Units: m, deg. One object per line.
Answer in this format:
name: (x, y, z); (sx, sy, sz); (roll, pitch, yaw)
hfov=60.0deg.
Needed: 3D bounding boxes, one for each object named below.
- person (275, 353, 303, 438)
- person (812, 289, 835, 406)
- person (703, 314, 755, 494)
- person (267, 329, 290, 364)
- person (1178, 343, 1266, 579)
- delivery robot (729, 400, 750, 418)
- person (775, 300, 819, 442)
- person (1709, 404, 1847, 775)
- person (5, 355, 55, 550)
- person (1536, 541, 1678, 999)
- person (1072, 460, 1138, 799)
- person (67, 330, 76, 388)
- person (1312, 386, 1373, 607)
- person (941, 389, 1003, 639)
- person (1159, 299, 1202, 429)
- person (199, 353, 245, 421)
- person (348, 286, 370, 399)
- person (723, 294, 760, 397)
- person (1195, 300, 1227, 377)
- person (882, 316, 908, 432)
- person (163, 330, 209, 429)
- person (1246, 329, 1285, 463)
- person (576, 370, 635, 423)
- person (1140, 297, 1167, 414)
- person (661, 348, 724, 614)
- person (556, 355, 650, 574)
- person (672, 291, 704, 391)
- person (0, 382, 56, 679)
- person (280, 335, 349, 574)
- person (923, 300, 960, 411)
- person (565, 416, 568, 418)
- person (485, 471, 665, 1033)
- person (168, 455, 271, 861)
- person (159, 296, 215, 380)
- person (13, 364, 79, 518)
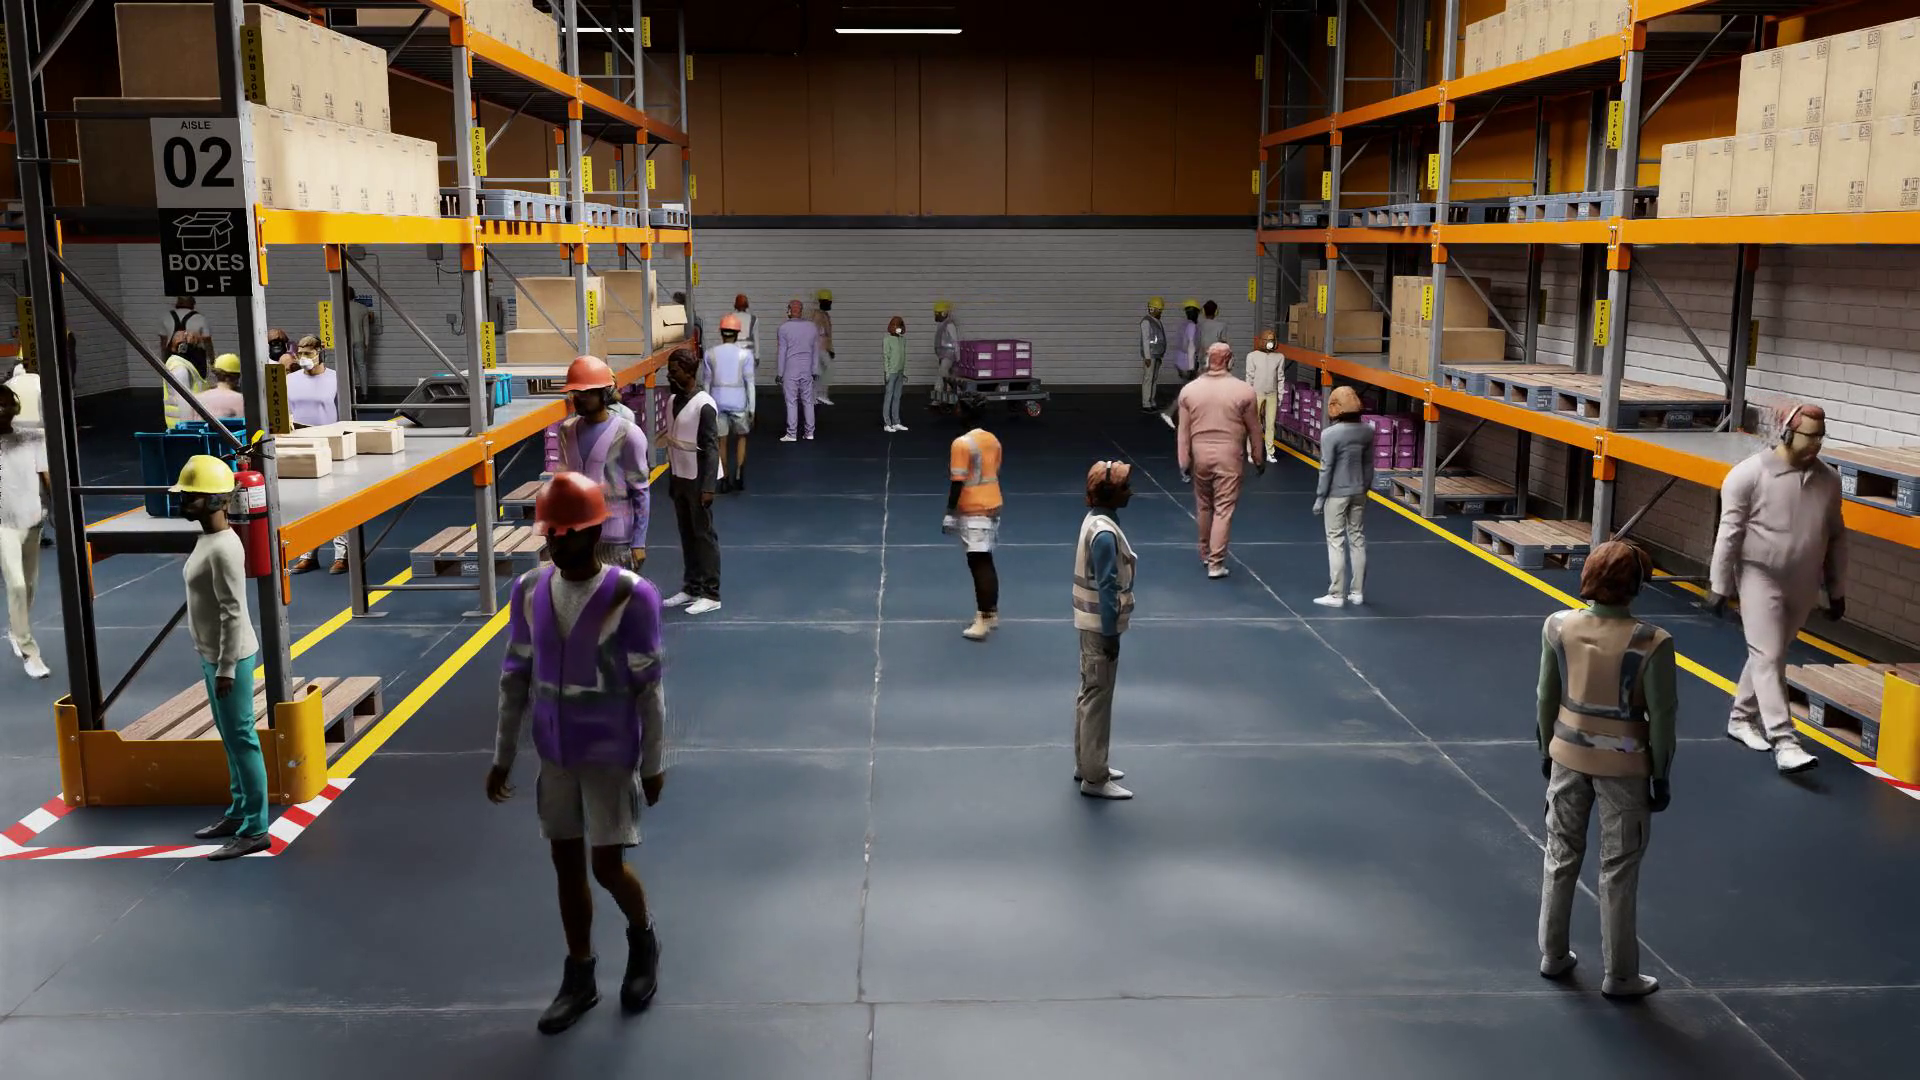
person: (-6.299, -0.946, 15.731); (0.514, 1.640, 0.315); (7, 12, 34)
person: (-2.182, -3.141, 27.198); (0.534, 1.907, 0.622); (2, 10, 10)
person: (-2.460, -1.451, 17.774); (0.561, 1.916, 0.426); (0, 10, -1)
person: (-6.573, -1.118, 16.130); (0.620, 1.845, 0.429); (-5, 11, -26)
person: (2.141, -0.653, 13.467); (0.649, 1.874, 0.834); (5, 11, 27)
delivery robot: (-3.188, -1.914, 23.886); (0.477, 0.478, 0.707); (-1, 10, -3)
person: (-2.205, -2.266, 22.344); (0.654, 1.906, 0.406); (-8, 13, -38)
person: (4.244, 0.249, 8.463); (0.659, 1.855, 0.975); (-2, 10, -11)
person: (-7.997, -0.818, 14.525); (0.619, 1.819, 0.464); (1, 10, 7)
person: (2.292, 0.813, 5.936); (0.309, 1.640, 0.512); (-9, 13, -40)
person: (0.698, 0.427, 8.088); (0.309, 1.639, 0.523); (0, 10, -1)
person: (-11.837, -2.095, 21.636); (0.624, 1.816, 0.732); (-2, 10, -14)
person: (2.823, -0.311, 12.250); (0.529, 1.628, 0.281); (-6, 12, -31)
person: (0.116, -0.183, 11.391); (0.377, 1.674, 0.669); (4, 11, 23)
person: (3.195, -2.495, 23.732); (0.655, 1.878, 0.657); (-1, 10, -3)
person: (-6.404, -0.742, 14.375); (0.548, 1.724, 0.817); (5, 11, 24)
person: (-10.316, -3.332, 28.197); (0.631, 1.940, 0.372); (-9, 13, -41)
person: (-3.434, -2.939, 26.204); (0.583, 1.864, 0.730); (-3, 11, -14)
person: (3.699, -2.625, 24.592); (0.519, 1.827, 0.977); (4, 11, 21)
person: (-0.916, -2.354, 23.594); (0.280, 1.633, 0.498); (7, 12, 34)
person: (-7.409, -1.092, 16.004); (0.429, 1.839, 0.621); (-5, 12, -28)
person: (3.704, -1.744, 20.225); (0.497, 1.629, 0.276); (-2, 10, -9)
person: (-2.761, -0.495, 12.953); (0.485, 1.737, 0.346); (2, 10, 11)
person: (3.040, -2.902, 26.124); (0.403, 1.823, 0.588); (5, 11, 24)
person: (-1.935, -0.430, 12.086); (0.389, 1.918, 0.590); (-7, 13, -36)
person: (-2.075, -0.034, 9.532); (0.614, 2.041, 0.393); (5, 11, 25)
person: (-4.276, -3.003, 26.448); (0.715, 1.906, 0.657); (-9, 13, -40)
person: (-5.962, -0.098, 10.478); (0.942, 1.835, 0.514); (9, 14, 41)
person: (-5.188, -0.686, 13.453); (0.631, 1.940, 0.372); (1, 10, 4)
person: (-0.099, -2.946, 26.548); (0.953, 1.784, 0.606); (-2, 10, -12)
person: (-5.586, -2.438, 23.485); (0.537, 1.834, 0.779); (-2, 10, -10)
person: (-1.298, 0.716, 5.671); (0.572, 1.925, 0.415); (4, 11, 20)
person: (-3.241, 0.506, 7.285); (0.303, 1.772, 0.530); (-6, 12, -31)
person: (-11.257, -2.676, 24.253); (0.722, 2.000, 0.606); (-1, 10, -3)
person: (-8.995, -1.124, 16.313); (0.588, 1.811, 0.608); (-5, 11, -28)
